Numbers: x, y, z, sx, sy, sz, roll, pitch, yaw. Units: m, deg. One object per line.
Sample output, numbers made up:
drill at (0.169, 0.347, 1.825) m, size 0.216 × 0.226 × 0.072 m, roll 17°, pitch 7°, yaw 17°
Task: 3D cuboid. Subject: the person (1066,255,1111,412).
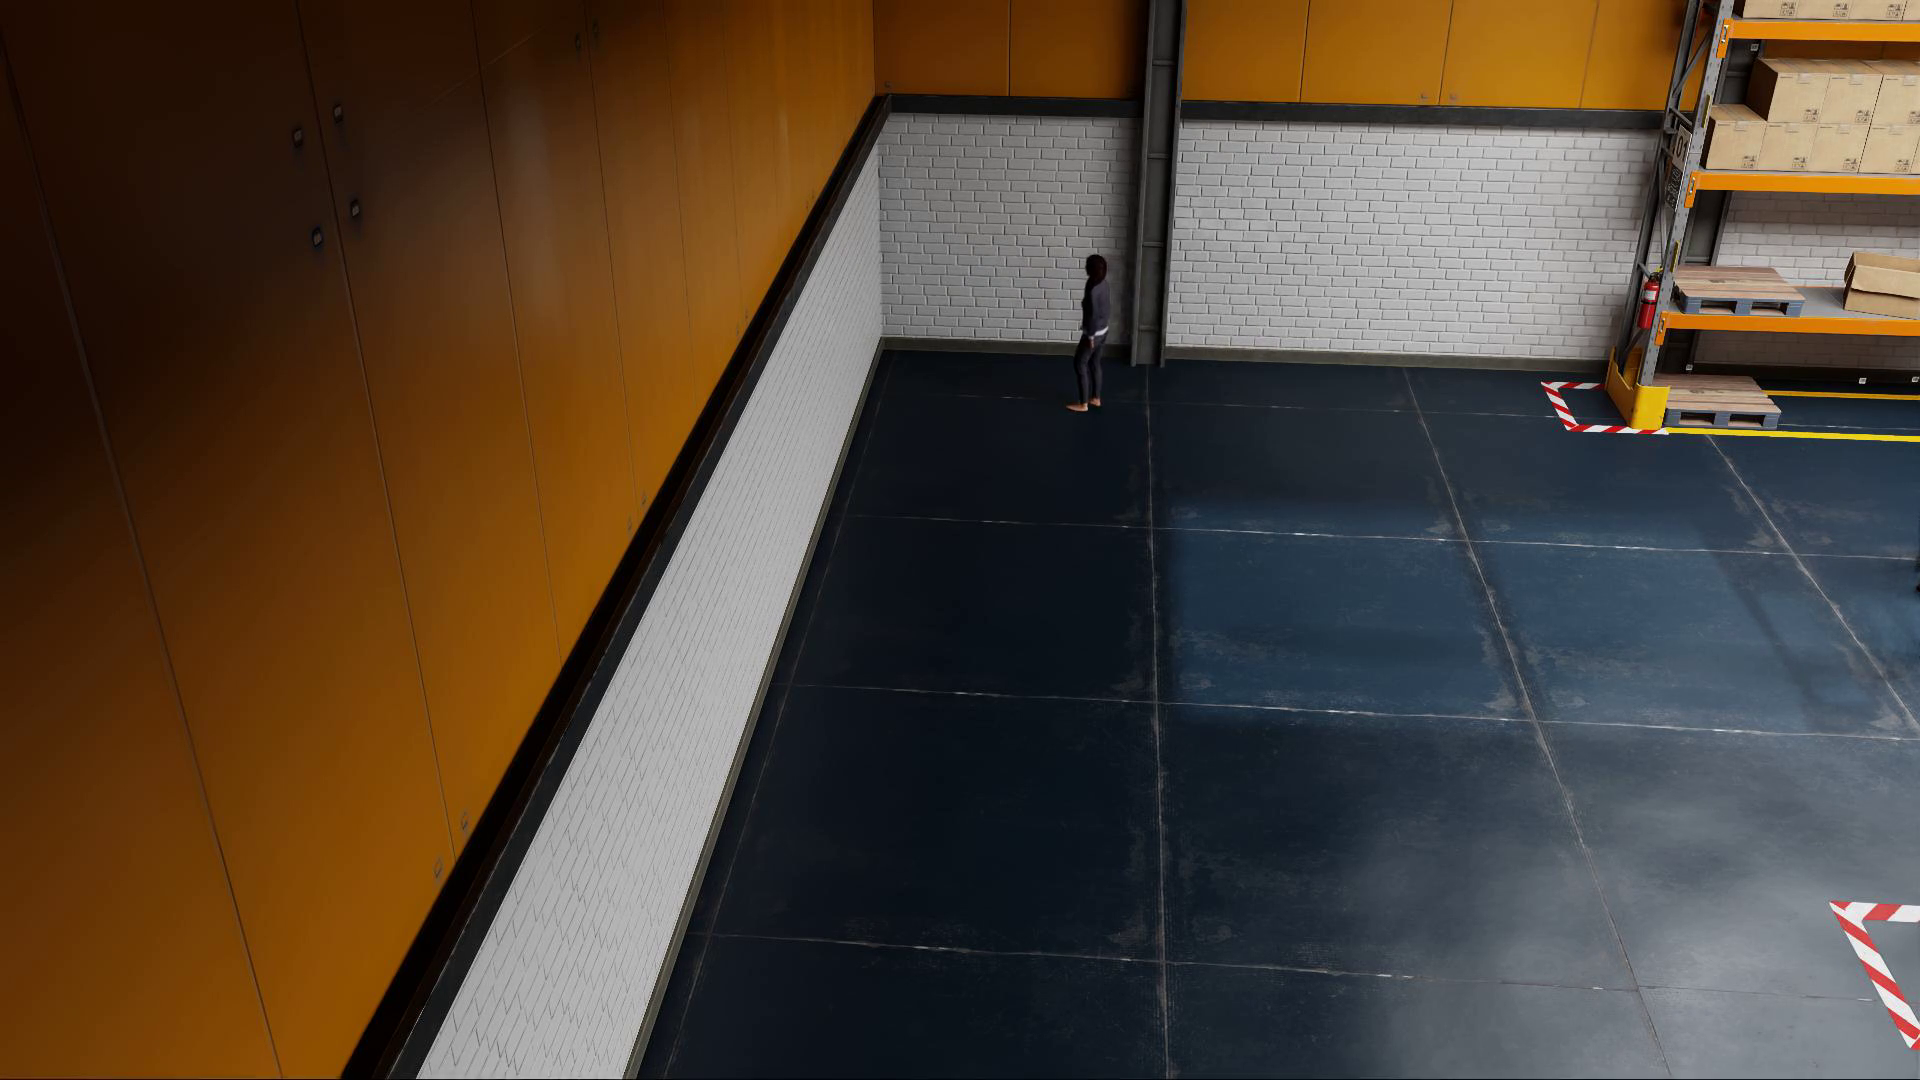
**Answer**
person at (1.521, -2.265, 18.153) m, size 0.721 × 1.763 × 0.708 m, roll 10°, pitch 30°, yaw 17°
